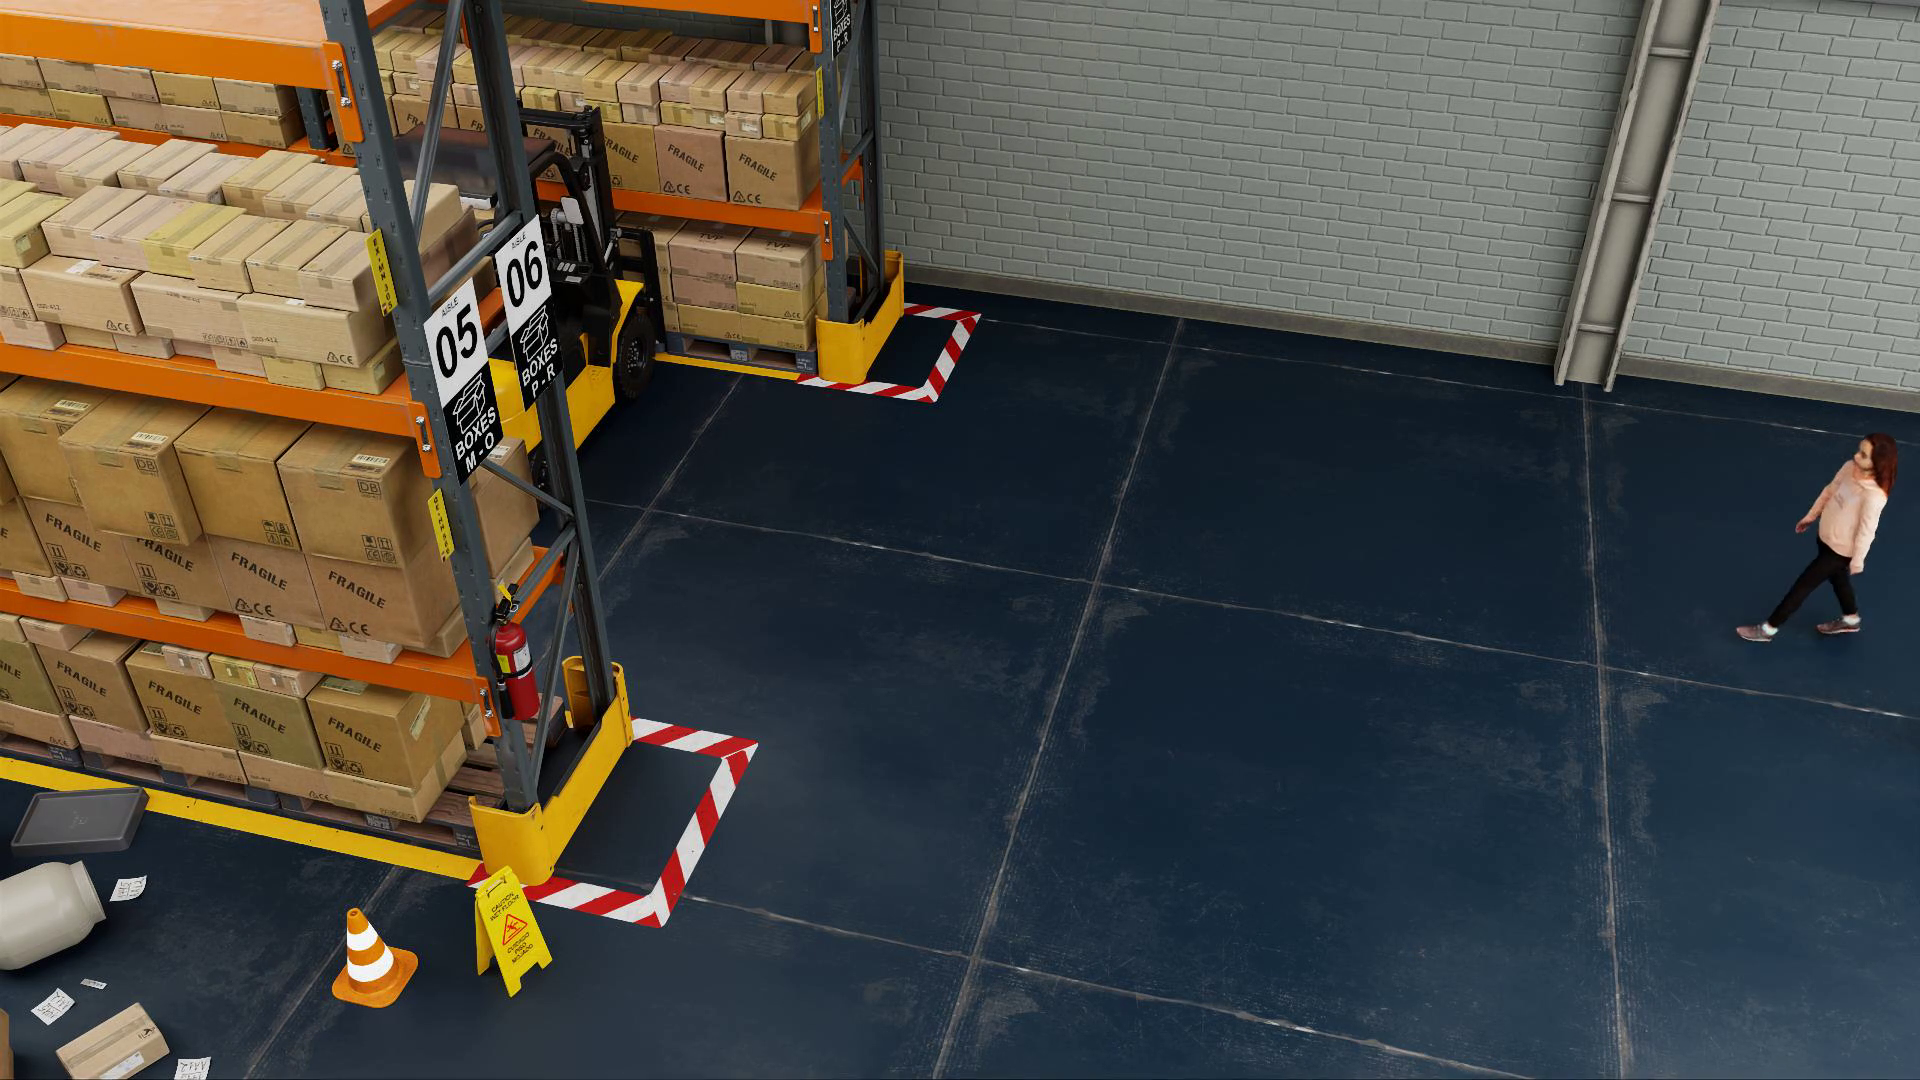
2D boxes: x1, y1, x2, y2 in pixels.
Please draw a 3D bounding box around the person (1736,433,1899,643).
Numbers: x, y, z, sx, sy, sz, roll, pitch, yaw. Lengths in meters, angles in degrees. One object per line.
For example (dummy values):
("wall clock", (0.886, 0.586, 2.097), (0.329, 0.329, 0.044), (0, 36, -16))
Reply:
("person", (5.063, 0.014, 9.469), (1.005, 1.447, 0.671), (3, 37, 4))
